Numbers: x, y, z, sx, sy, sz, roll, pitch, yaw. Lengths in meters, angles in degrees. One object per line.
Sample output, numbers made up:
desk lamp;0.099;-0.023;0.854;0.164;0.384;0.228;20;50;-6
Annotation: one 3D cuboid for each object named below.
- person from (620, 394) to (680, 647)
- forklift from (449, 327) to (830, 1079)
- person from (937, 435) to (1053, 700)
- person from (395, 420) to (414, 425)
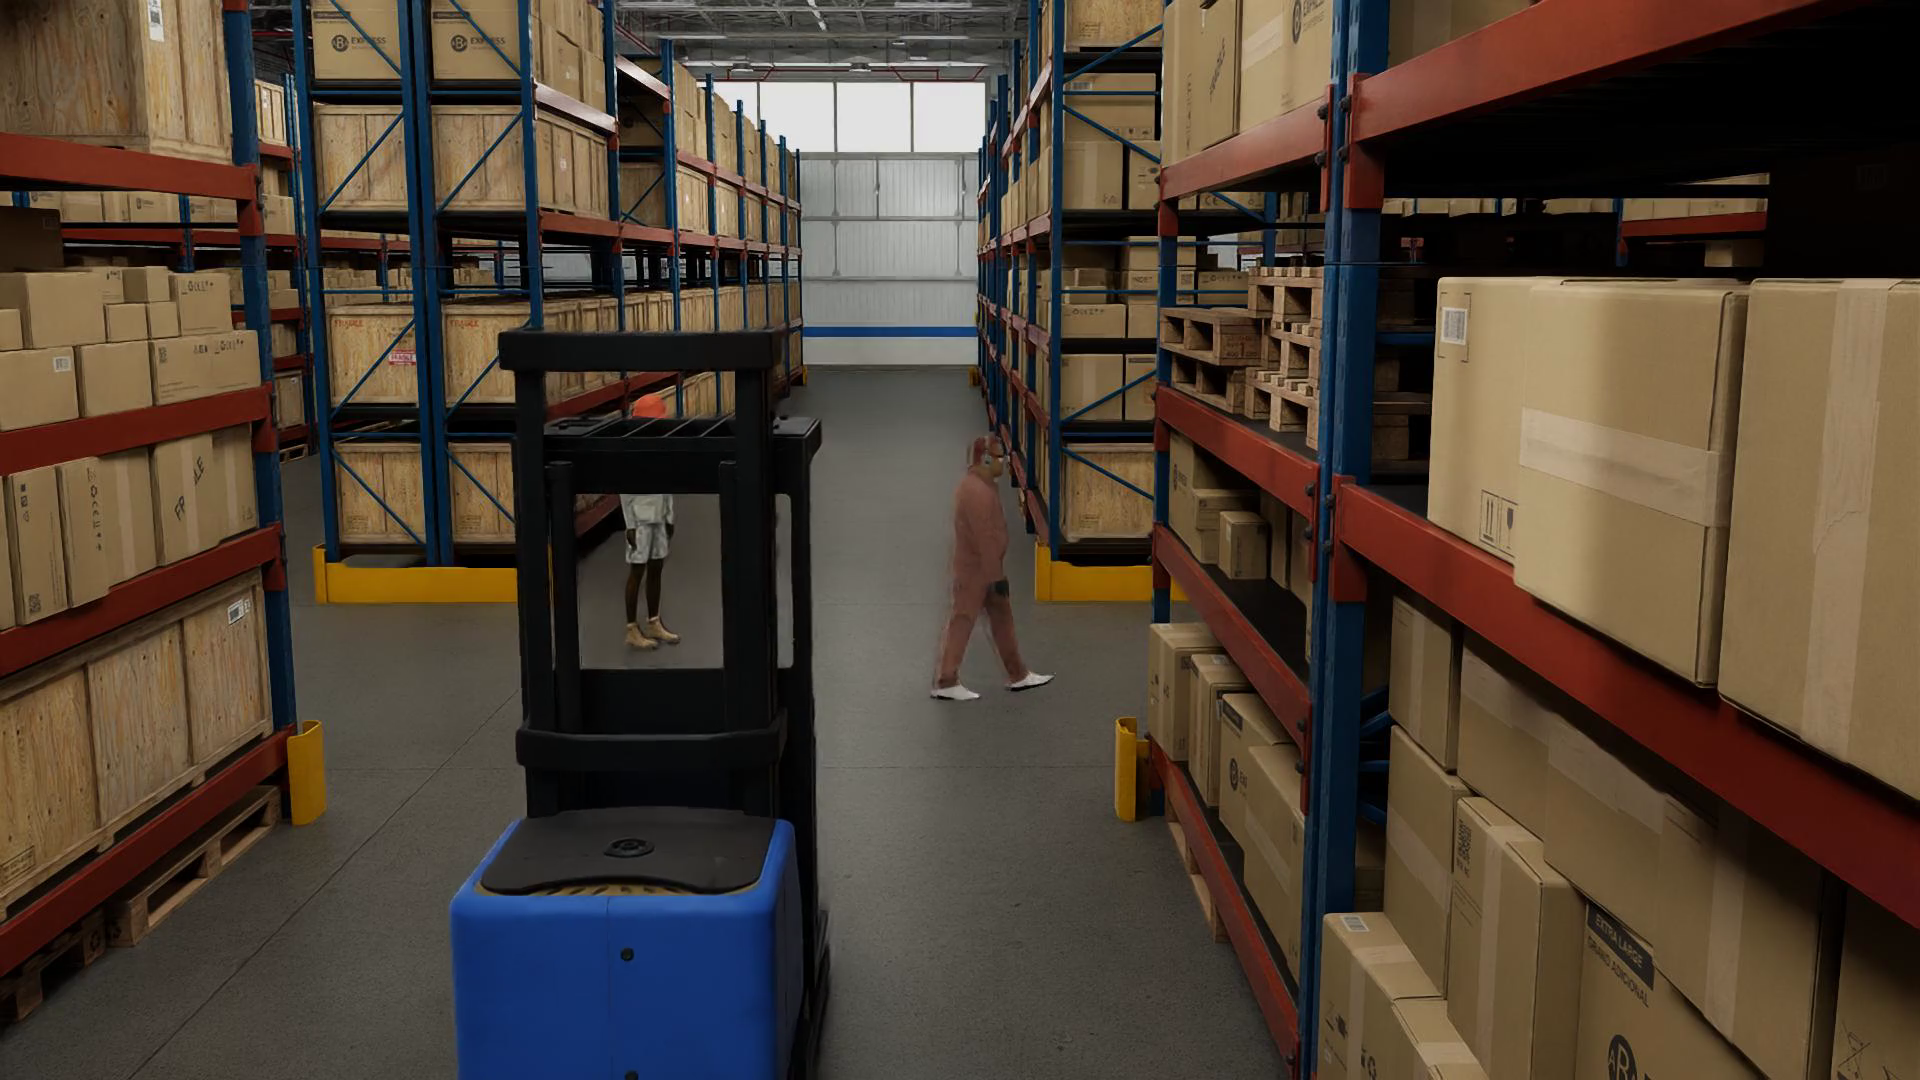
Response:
person;-2.502;-0.161;13.449;0.398;2.040;0.610;5;10;28
forklift;-1.100;0.633;5.977;1.129;2.768;1.873;0;9;-1
person;0.248;0.209;11.655;0.904;1.870;0.662;1;9;4
person;-6.743;-1.232;20.728;0.586;1.790;0.964;0;9;-3
